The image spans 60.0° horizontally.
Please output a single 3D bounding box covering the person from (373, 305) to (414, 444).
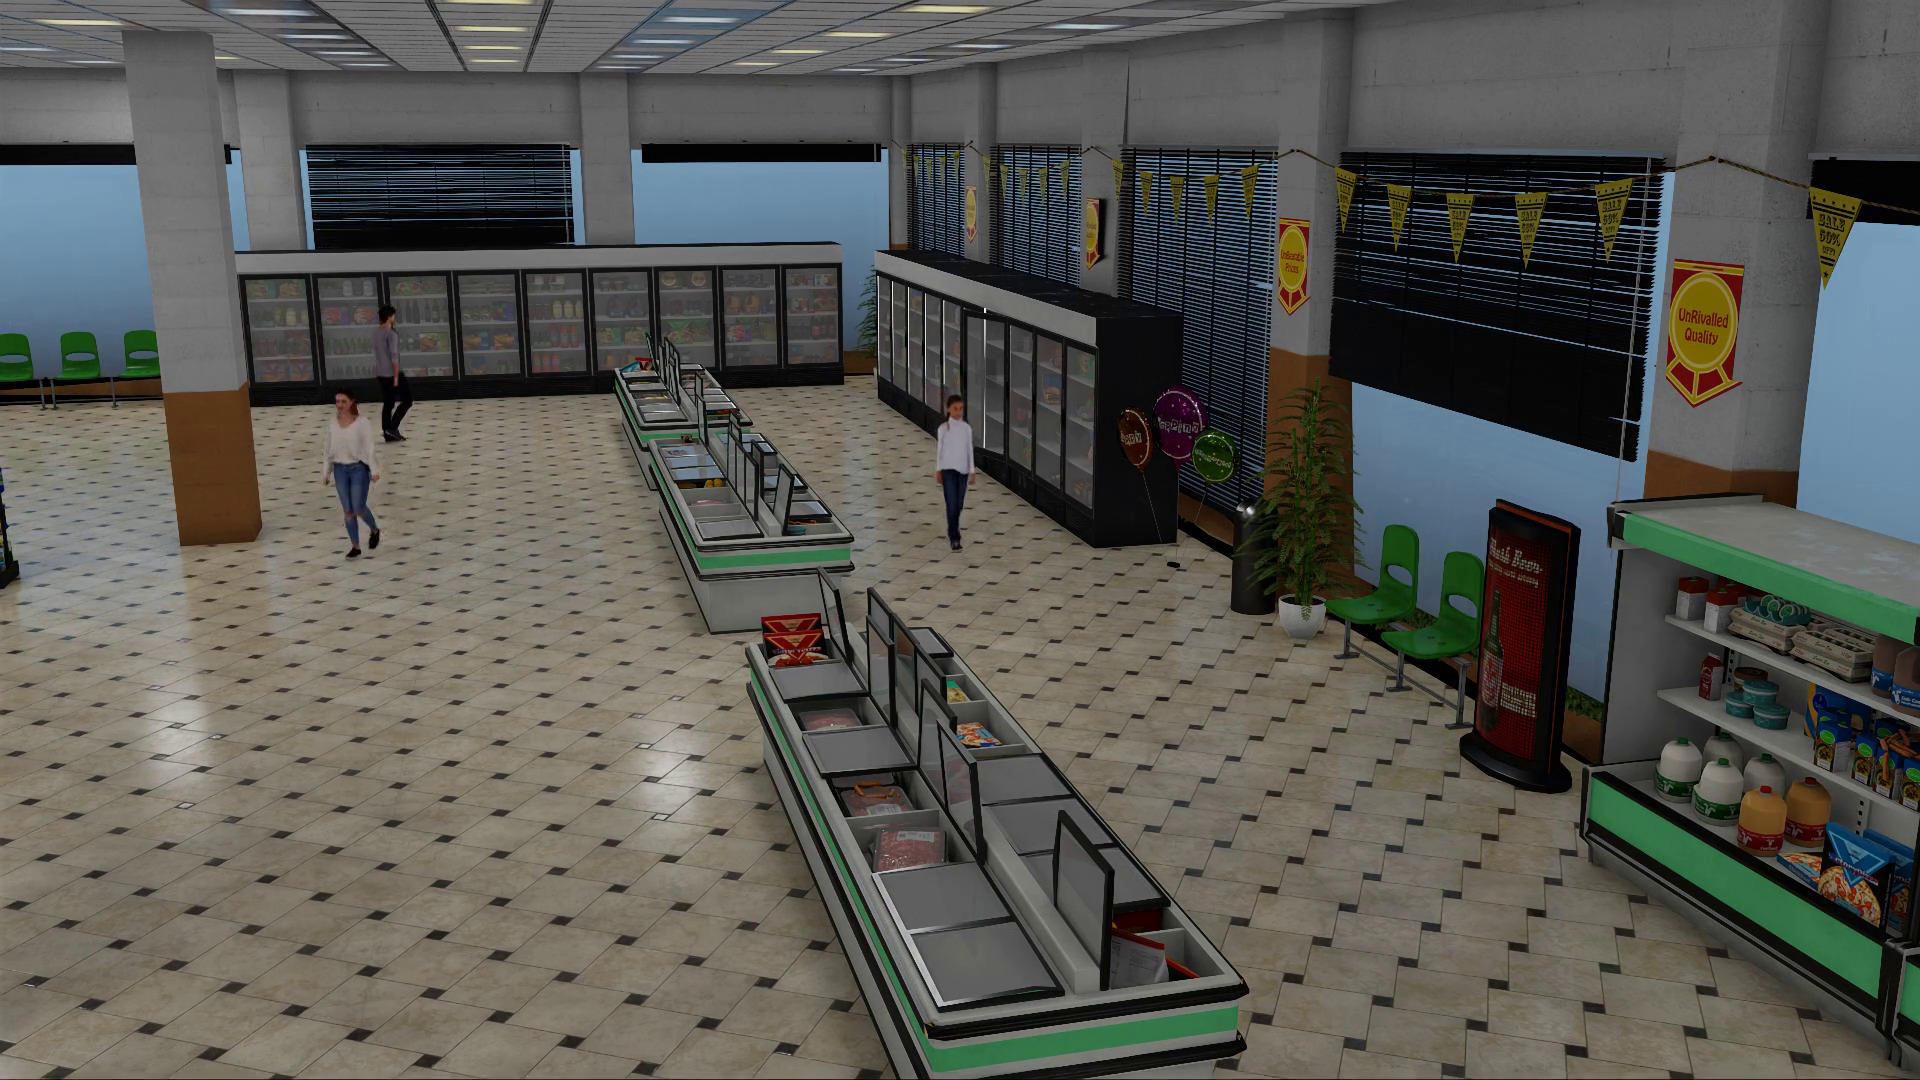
[{"bbox_3d":[-7.659,-2.184,22.105,0.783,1.832,0.857,10,17,37],"label":"person"}]

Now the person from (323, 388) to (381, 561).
[{"bbox_3d":[-5.845,-0.653,16.116,0.776,1.681,0.816,3,14,12],"label":"person"}]

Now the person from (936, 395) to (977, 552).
[{"bbox_3d":[-0.066,-0.681,16.584,0.506,1.514,1.082,-4,14,-15],"label":"person"}]
